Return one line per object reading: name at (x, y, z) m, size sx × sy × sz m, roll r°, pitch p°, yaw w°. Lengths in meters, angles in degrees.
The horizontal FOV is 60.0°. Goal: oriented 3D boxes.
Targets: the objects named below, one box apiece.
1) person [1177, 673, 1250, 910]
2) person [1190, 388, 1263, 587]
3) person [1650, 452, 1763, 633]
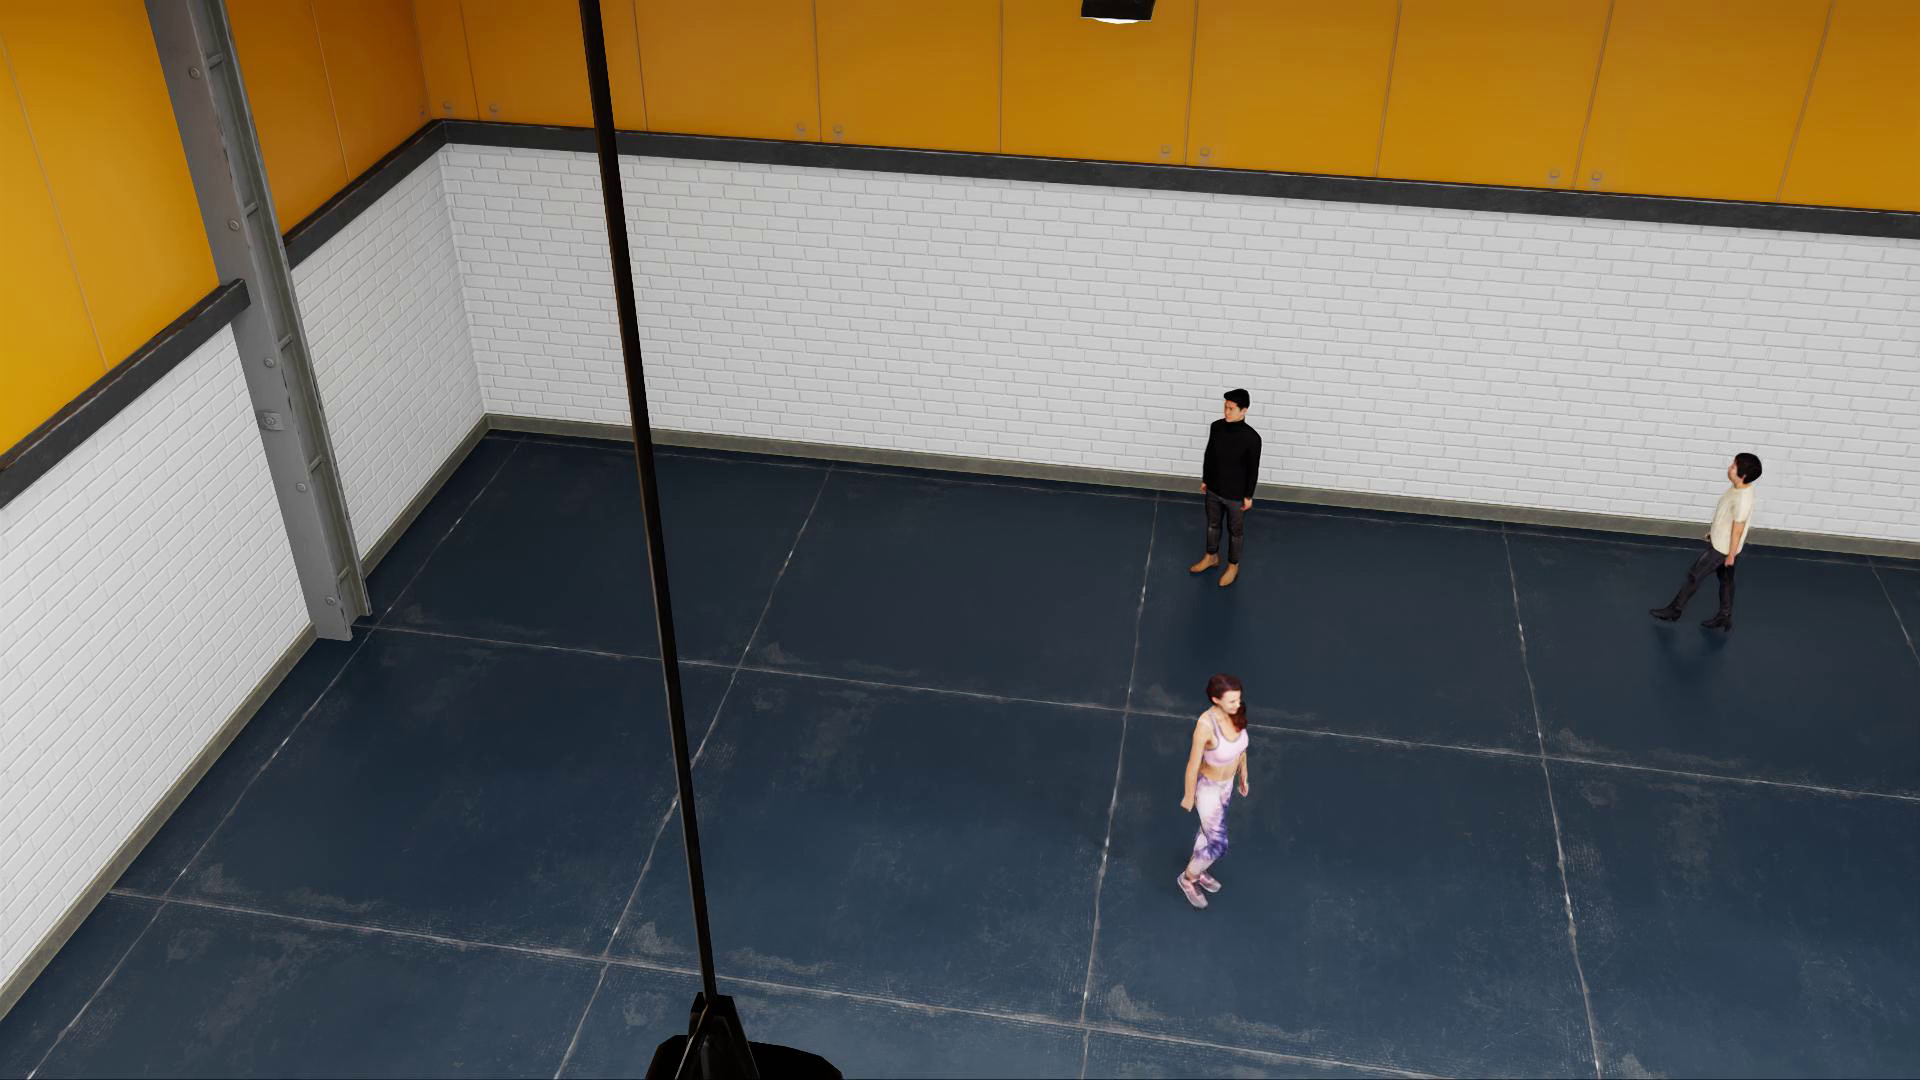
person at (1.522, 1.511, 10.445) m, size 0.759 × 1.758 × 0.679 m, roll 25°, pitch 41°, yaw 32°
person at (2.166, -0.447, 13.423) m, size 0.728 × 1.723 × 0.736 m, roll 28°, pitch 43°, yaw 35°
person at (5.967, 0.059, 12.806) m, size 0.785 × 1.563 × 0.843 m, roll 15°, pitch 36°, yaw 21°
